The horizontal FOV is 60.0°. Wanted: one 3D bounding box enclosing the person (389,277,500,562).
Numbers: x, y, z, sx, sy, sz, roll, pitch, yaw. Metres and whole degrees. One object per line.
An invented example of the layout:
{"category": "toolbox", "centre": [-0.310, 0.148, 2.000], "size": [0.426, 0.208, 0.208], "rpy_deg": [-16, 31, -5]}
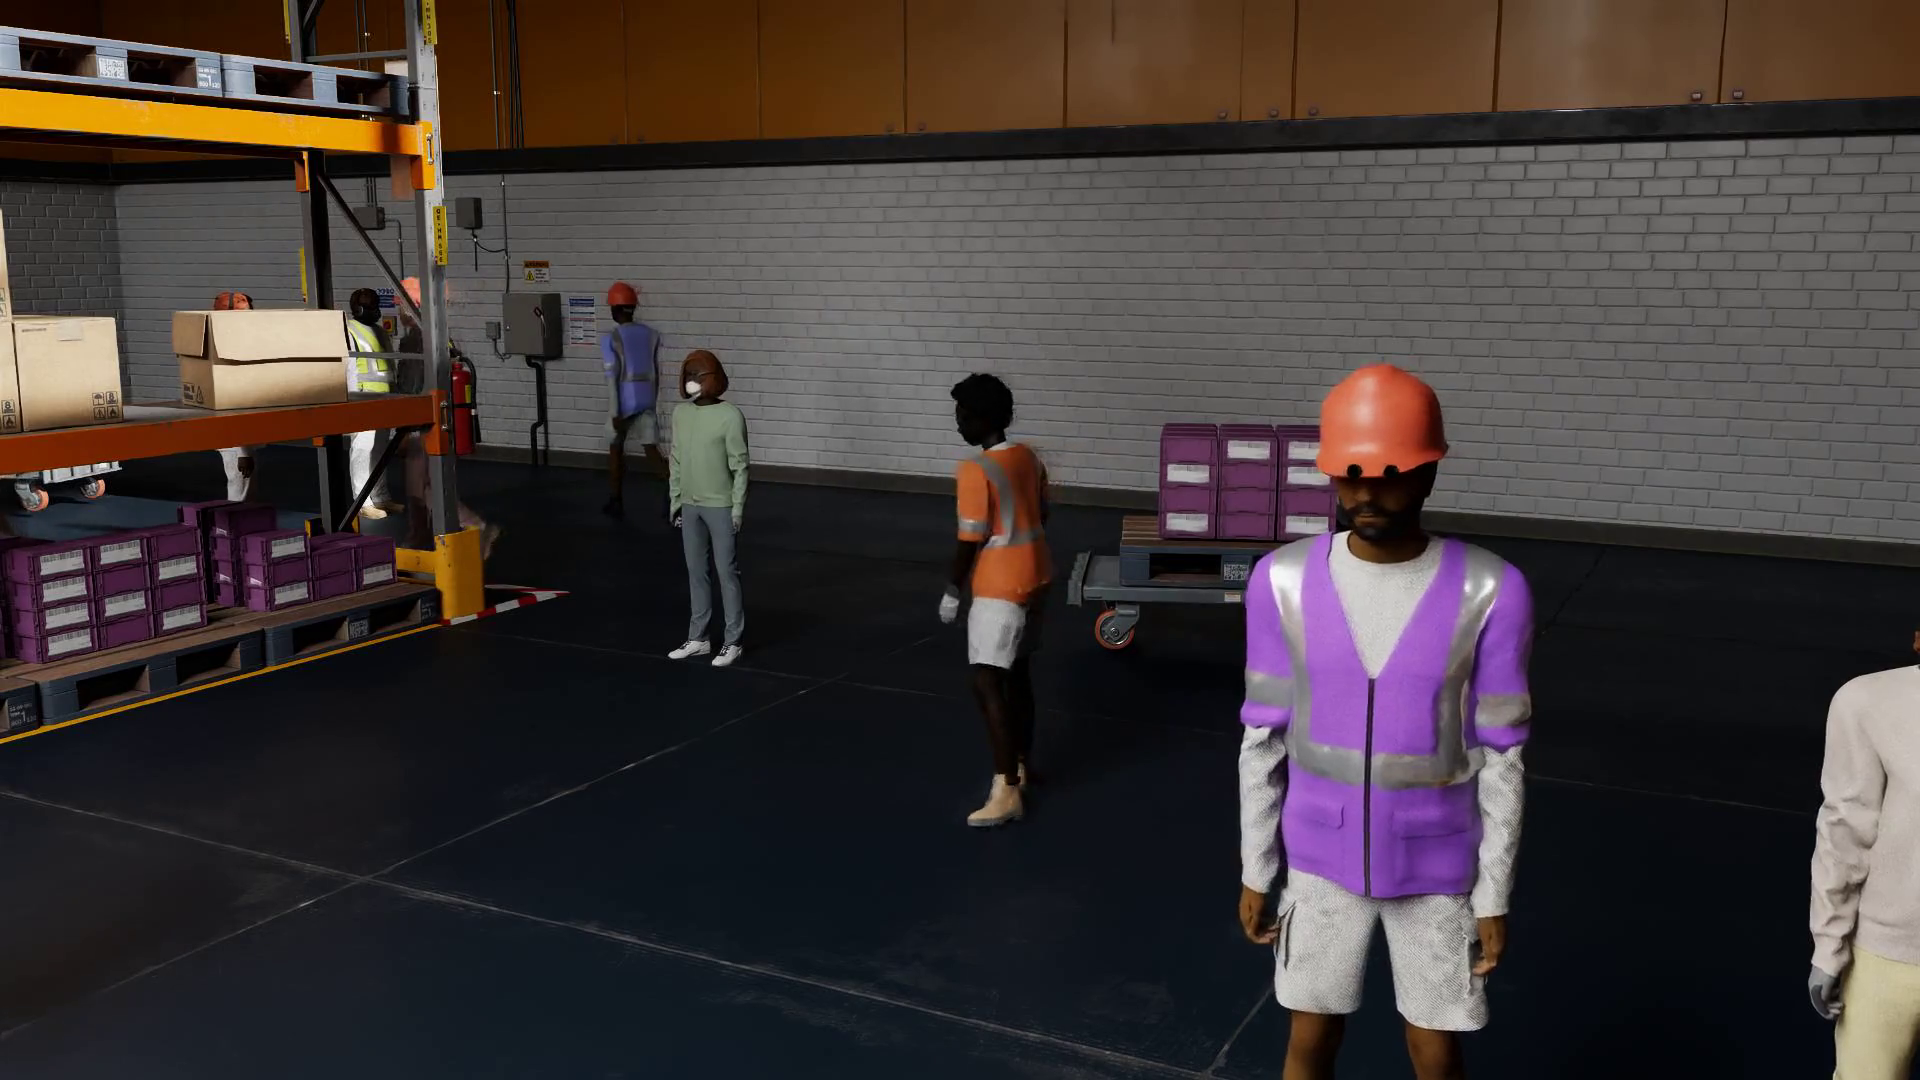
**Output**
{"category": "person", "centre": [-3.504, -0.755, 11.061], "size": [0.814, 1.970, 0.625], "rpy_deg": [0, 10, 2]}

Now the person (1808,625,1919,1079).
{"category": "person", "centre": [1.847, 0.793, 3.094], "size": [0.500, 1.629, 0.272], "rpy_deg": [4, 11, 21]}

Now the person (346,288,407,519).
{"category": "person", "centre": [-4.749, -1.101, 13.429], "size": [0.429, 1.844, 0.627], "rpy_deg": [2, 10, 11]}

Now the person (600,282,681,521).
{"category": "person", "centre": [-2.559, -1.088, 13.190], "size": [0.550, 1.909, 0.905], "rpy_deg": [-8, 13, -39]}

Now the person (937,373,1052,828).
{"category": "person", "centre": [0.151, 0.206, 6.349], "size": [0.360, 1.676, 0.752], "rpy_deg": [5, 11, 25]}

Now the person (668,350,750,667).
{"category": "person", "centre": [-1.308, -0.166, 8.613], "size": [0.509, 1.631, 0.271], "rpy_deg": [7, 12, 34]}

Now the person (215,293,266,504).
{"category": "person", "centre": [-4.433, -0.578, 10.275], "size": [0.343, 1.882, 0.585], "rpy_deg": [-4, 11, -24]}

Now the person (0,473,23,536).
{"category": "person", "centre": [-6.128, -0.584, 10.215], "size": [0.674, 1.926, 1.065], "rpy_deg": [2, 10, 13]}

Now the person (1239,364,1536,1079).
{"category": "person", "centre": [0.803, 0.622, 3.218], "size": [0.546, 1.925, 0.415], "rpy_deg": [5, 11, 25]}
